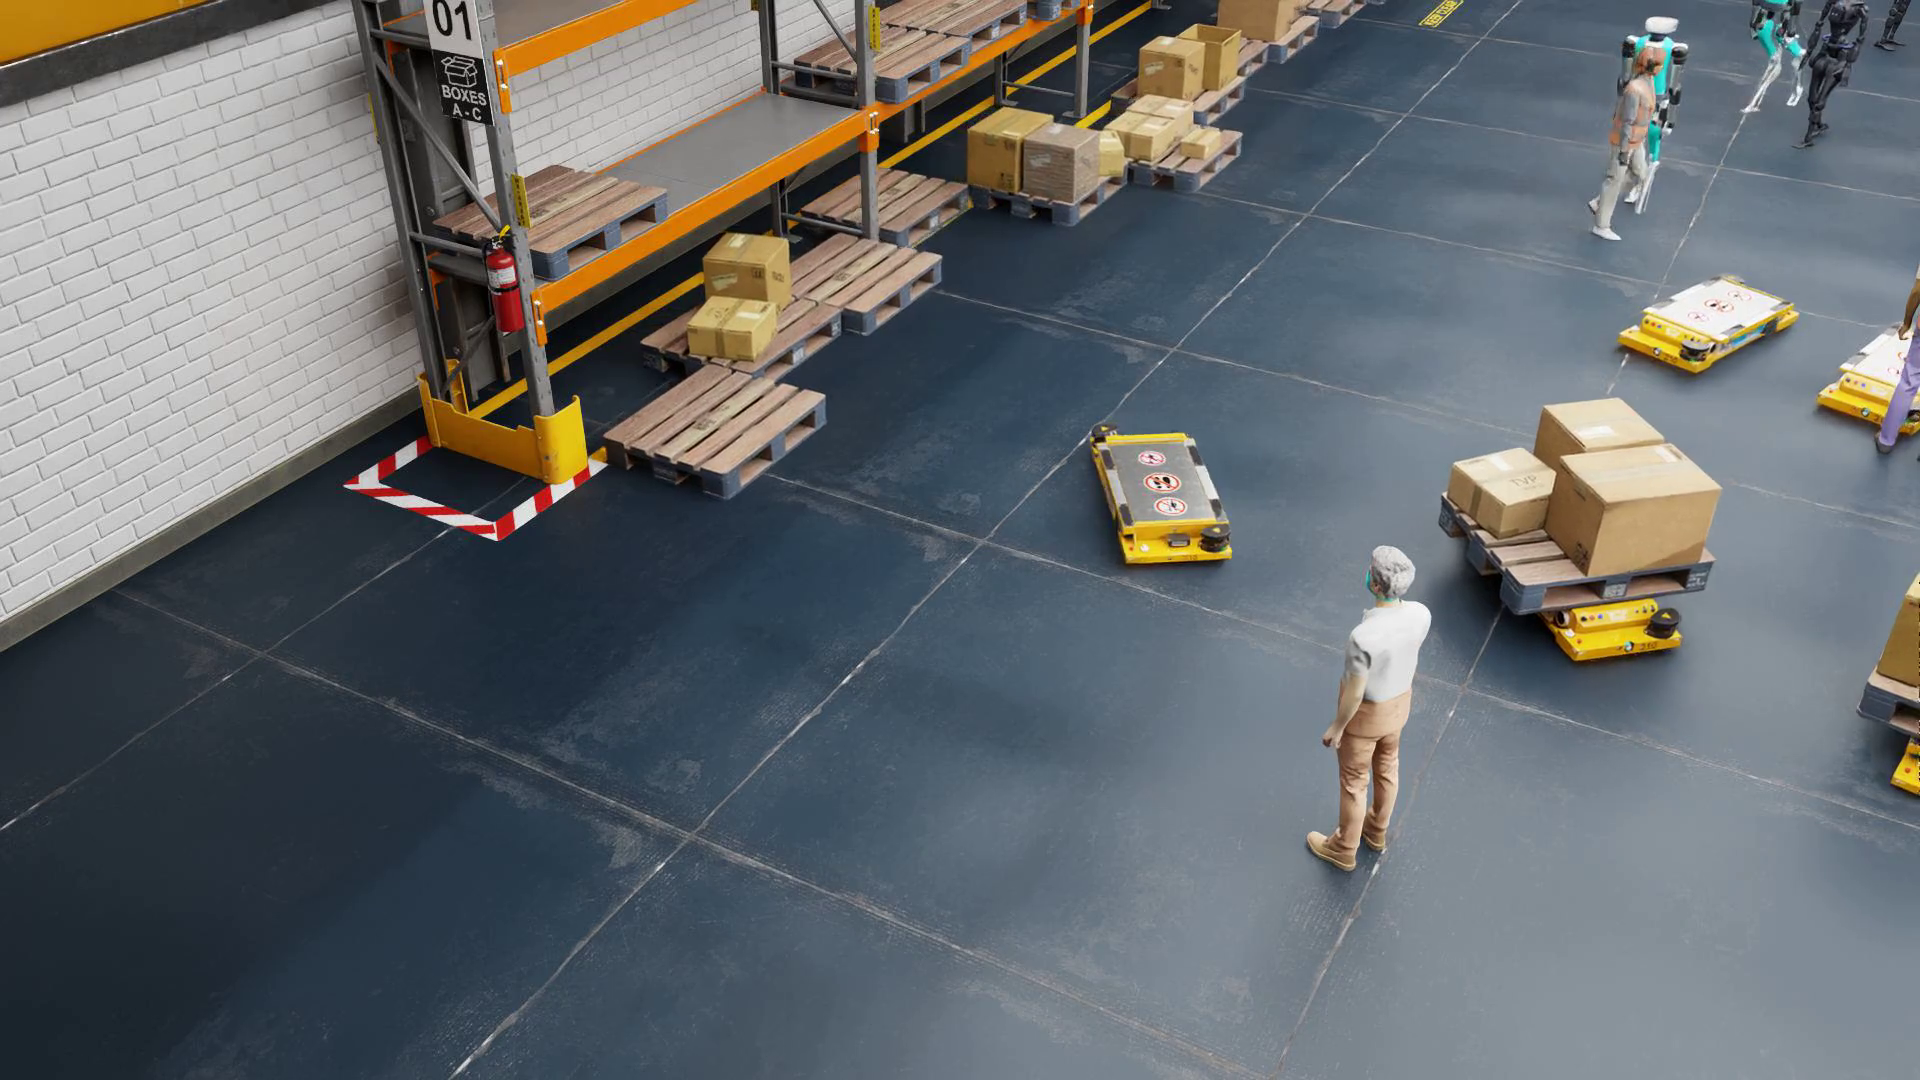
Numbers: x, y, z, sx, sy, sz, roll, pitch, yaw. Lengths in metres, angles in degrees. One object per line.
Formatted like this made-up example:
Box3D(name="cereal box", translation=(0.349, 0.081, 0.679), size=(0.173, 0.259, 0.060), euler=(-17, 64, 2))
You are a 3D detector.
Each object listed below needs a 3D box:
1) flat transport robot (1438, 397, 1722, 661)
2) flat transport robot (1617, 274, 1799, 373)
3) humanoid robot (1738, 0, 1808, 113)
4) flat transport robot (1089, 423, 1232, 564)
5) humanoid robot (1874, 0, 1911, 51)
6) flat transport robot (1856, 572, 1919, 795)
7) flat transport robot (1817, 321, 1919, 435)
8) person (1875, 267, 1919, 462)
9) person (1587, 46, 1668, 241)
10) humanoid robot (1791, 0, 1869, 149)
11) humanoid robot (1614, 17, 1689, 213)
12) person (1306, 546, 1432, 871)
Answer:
Box3D(name="flat transport robot", translation=(3.587, 0.194, 9.855), size=(0.659, 0.231, 1.431), euler=(-7, 34, -10))
Box3D(name="flat transport robot", translation=(5.716, -1.660, 12.659), size=(1.431, 0.231, 0.659), euler=(-23, 40, -31))
Box3D(name="humanoid robot", translation=(8.351, -5.165, 16.643), size=(0.979, 1.762, 0.535), euler=(-11, 35, -17))
Box3D(name="flat transport robot", translation=(1.260, -0.318, 10.629), size=(0.659, 0.231, 1.431), euler=(-3, 34, -5))
Box3D(name="humanoid robot", translation=(10.562, -6.288, 18.374), size=(0.599, 1.654, 0.315), euler=(-24, 41, -32))
Box3D(name="flat transport robot", translation=(5.408, 0.987, 8.654), size=(0.659, 0.231, 1.431), euler=(25, 41, 32))
Box3D(name="flat transport robot", translation=(6.790, -1.180, 11.933), size=(1.431, 0.231, 0.659), euler=(-28, 43, -35))
Box3D(name="person", translation=(6.387, -1.353, 10.764), size=(0.565, 1.846, 0.390), euler=(19, 38, 27))
Box3D(name="person", translation=(5.617, -3.316, 13.926), size=(0.374, 1.625, 0.563), euler=(19, 38, 26))
Box3D(name="humanoid robot", translation=(8.301, -4.598, 15.842), size=(0.600, 1.642, 0.609), euler=(-12, 35, -17))
Box3D(name="humanoid robot", translation=(5.987, -3.677, 14.432), size=(0.535, 1.826, 0.819), euler=(23, 40, 31))
Box3D(name="person", translation=(1.882, 0.777, 7.630), size=(0.481, 1.748, 0.323), euler=(-20, 38, -28))
